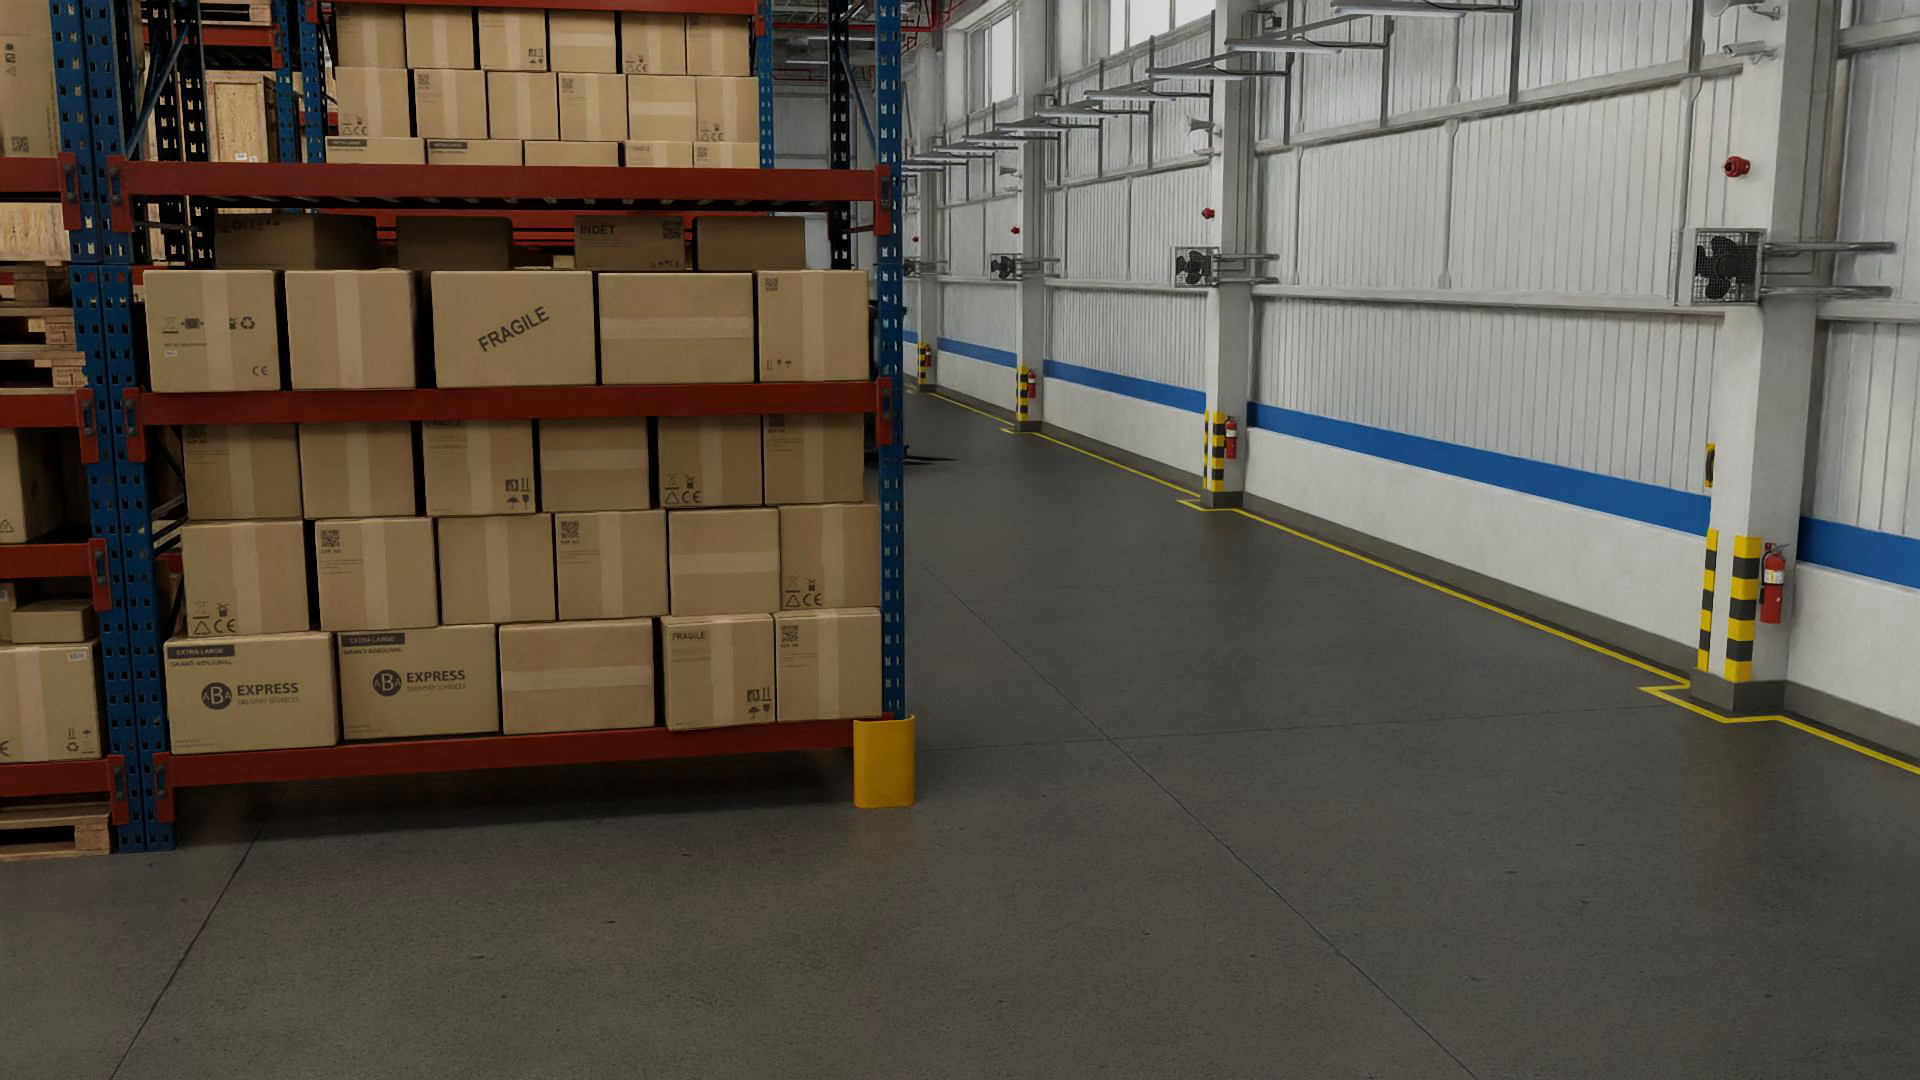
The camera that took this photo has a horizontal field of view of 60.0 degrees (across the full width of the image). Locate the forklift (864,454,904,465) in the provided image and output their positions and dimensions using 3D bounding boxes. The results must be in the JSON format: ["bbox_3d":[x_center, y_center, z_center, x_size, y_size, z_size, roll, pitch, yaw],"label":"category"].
[{"bbox_3d":[-1.965,-2.639,25.886,1.873,2.768,1.129,6,11,33],"label":"forklift"}]
